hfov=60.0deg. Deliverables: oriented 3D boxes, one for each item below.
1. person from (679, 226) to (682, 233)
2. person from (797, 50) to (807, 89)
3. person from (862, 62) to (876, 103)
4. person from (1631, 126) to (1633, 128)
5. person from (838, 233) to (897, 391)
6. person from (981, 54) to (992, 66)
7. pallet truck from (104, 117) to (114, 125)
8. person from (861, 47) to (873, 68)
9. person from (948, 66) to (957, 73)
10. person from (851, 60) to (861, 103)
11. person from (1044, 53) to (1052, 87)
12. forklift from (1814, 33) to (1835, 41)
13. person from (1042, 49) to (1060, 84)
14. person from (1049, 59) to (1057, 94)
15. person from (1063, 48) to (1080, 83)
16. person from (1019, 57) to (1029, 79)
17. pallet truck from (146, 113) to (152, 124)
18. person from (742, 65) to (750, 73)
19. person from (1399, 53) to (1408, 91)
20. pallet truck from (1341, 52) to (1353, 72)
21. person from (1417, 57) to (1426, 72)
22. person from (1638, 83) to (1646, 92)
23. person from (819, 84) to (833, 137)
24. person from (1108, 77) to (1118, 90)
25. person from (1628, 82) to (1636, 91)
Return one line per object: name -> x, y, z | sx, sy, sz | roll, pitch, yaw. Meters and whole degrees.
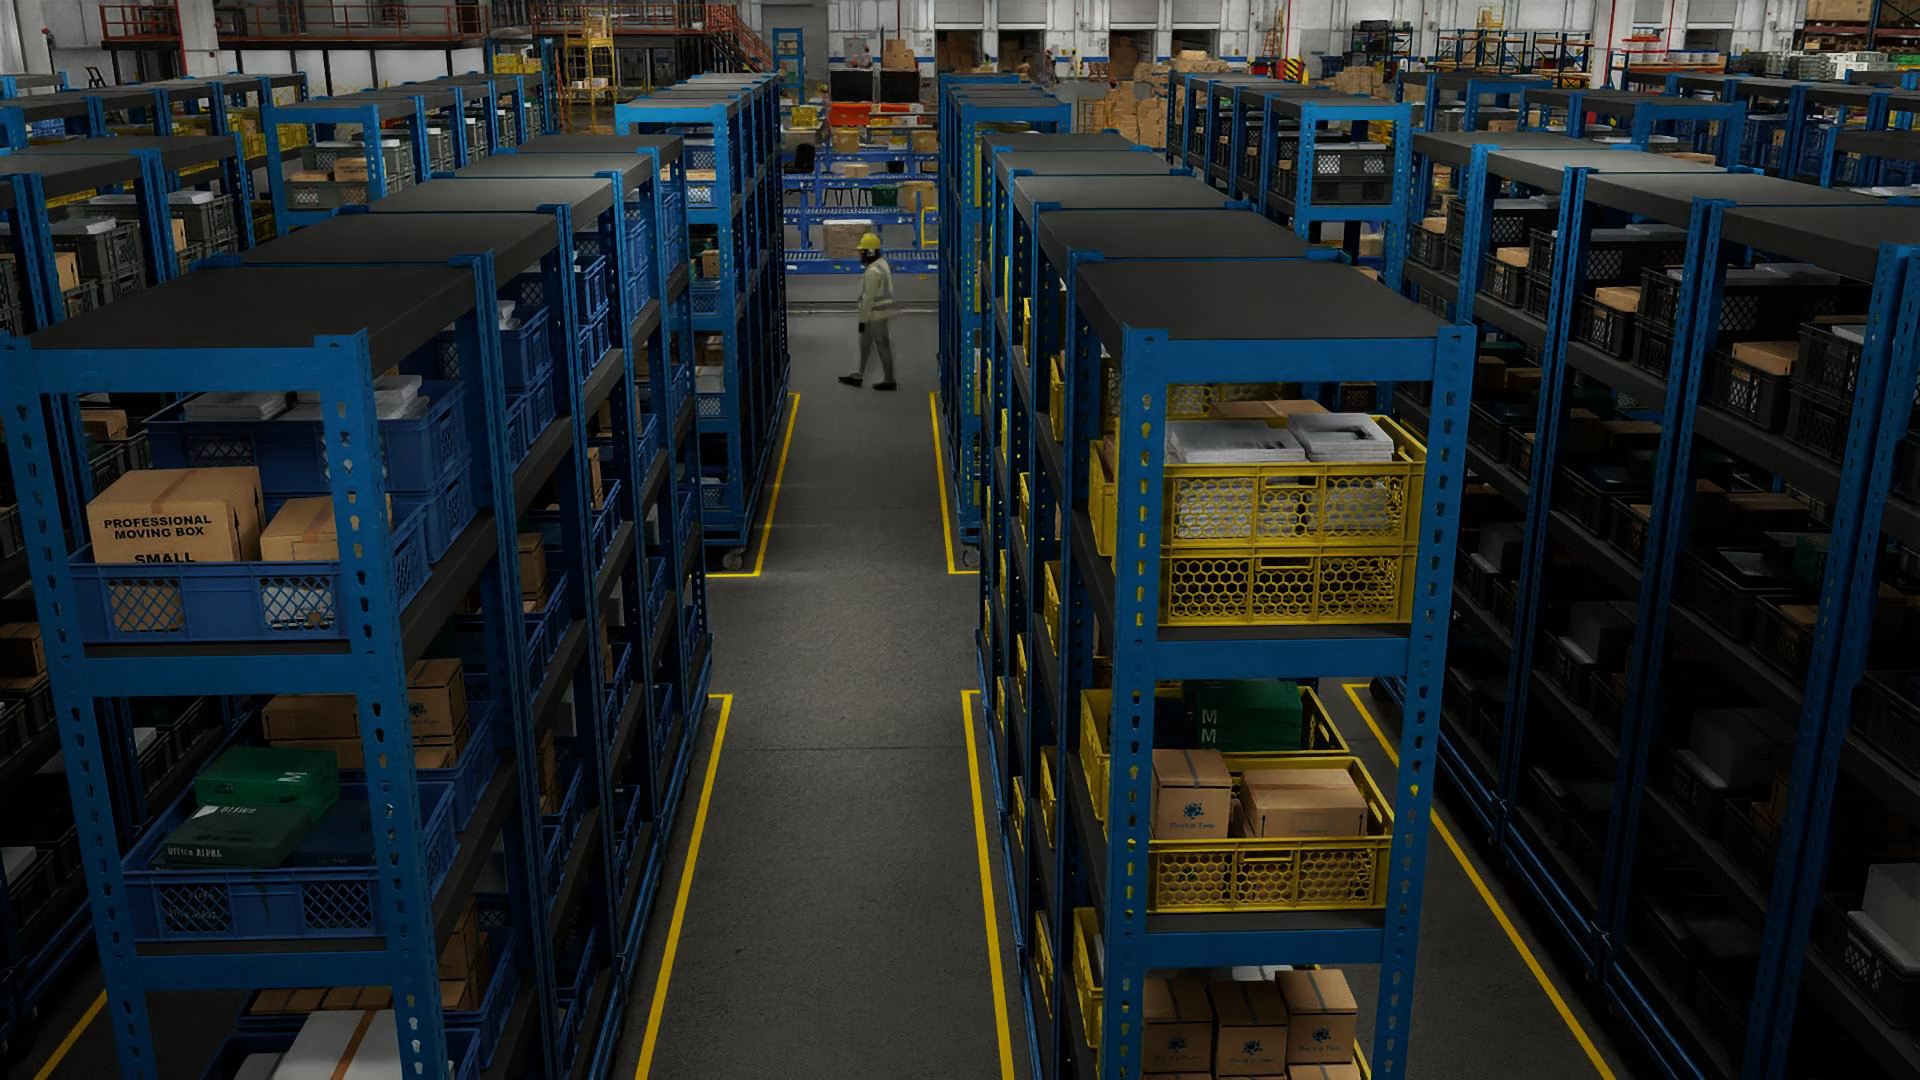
person -> -3.406, -3.035, 20.184 | 1.060, 1.945, 0.625 | 4, 18, 11
person -> -8.175, -24.367, 86.157 | 0.380, 1.950, 0.602 | 10, 20, 27
person -> -3.843, -19.288, 70.537 | 0.632, 1.894, 0.935 | -14, 22, -36
person -> 19.778, -12.203, 48.918 | 0.533, 1.697, 0.322 | 16, 24, 40
person -> -1.093, -2.588, 18.989 | 0.807, 1.800, 0.626 | 1, 18, 4
person -> 1.391, -23.613, 84.027 | 0.654, 1.821, 0.549 | -9, 20, -27
pallet truck -> -18.367, -7.885, 35.078 | 1.885, 1.965, 0.823 | 1, 18, 2
person -> -5.114, -26.411, 92.480 | 0.649, 1.946, 0.977 | 7, 19, 22
person -> -0.377, -16.963, 63.099 | 0.945, 2.000, 0.677 | 4, 18, 12
person -> -4.316, -18.729, 68.579 | 0.390, 2.034, 0.605 | -13, 22, -34
person -> 4.652, -24.758, 87.675 | 0.390, 1.748, 0.555 | -4, 18, -12
forklift -> 44.096, -24.547, 85.225 | 1.129, 2.768, 1.873 | 7, 19, 21
person -> 5.035, -26.114, 91.667 | 0.988, 1.896, 0.535 | 4, 18, 12
person -> 4.179, -20.685, 74.919 | 0.387, 1.858, 0.538 | 2, 18, 6
person -> 6.247, -26.548, 93.016 | 0.933, 1.893, 0.599 | 9, 20, 25
person -> 3.274, -23.952, 85.330 | 0.541, 1.673, 0.757 | -4, 18, -12
pallet truck -> -18.087, -8.309, 36.390 | 1.885, 1.965, 0.823 | -1, 18, -4
person -> -8.481, -17.814, 65.911 | 0.362, 1.928, 0.593 | 11, 21, 31
person -> 22.439, -23.676, 84.126 | 0.355, 1.883, 0.576 | -7, 19, -20
pallet truck -> 18.794, -23.123, 82.231 | 0.823, 1.965, 1.885 | -13, 22, -35
person -> 21.782, -21.862, 78.580 | 0.429, 1.844, 0.627 | 1, 18, 4
person -> 32.827, -22.296, 79.938 | 0.511, 1.840, 0.339 | 11, 21, 31
person -> -4.584, -14.324, 55.446 | 0.895, 1.716, 0.520 | 8, 19, 22
person -> 5.056, -14.380, 55.272 | 0.377, 1.936, 0.549 | 7, 19, 19
person -> 26.047, -17.482, 64.869 | 0.545, 1.939, 0.373 | -1, 18, -2
